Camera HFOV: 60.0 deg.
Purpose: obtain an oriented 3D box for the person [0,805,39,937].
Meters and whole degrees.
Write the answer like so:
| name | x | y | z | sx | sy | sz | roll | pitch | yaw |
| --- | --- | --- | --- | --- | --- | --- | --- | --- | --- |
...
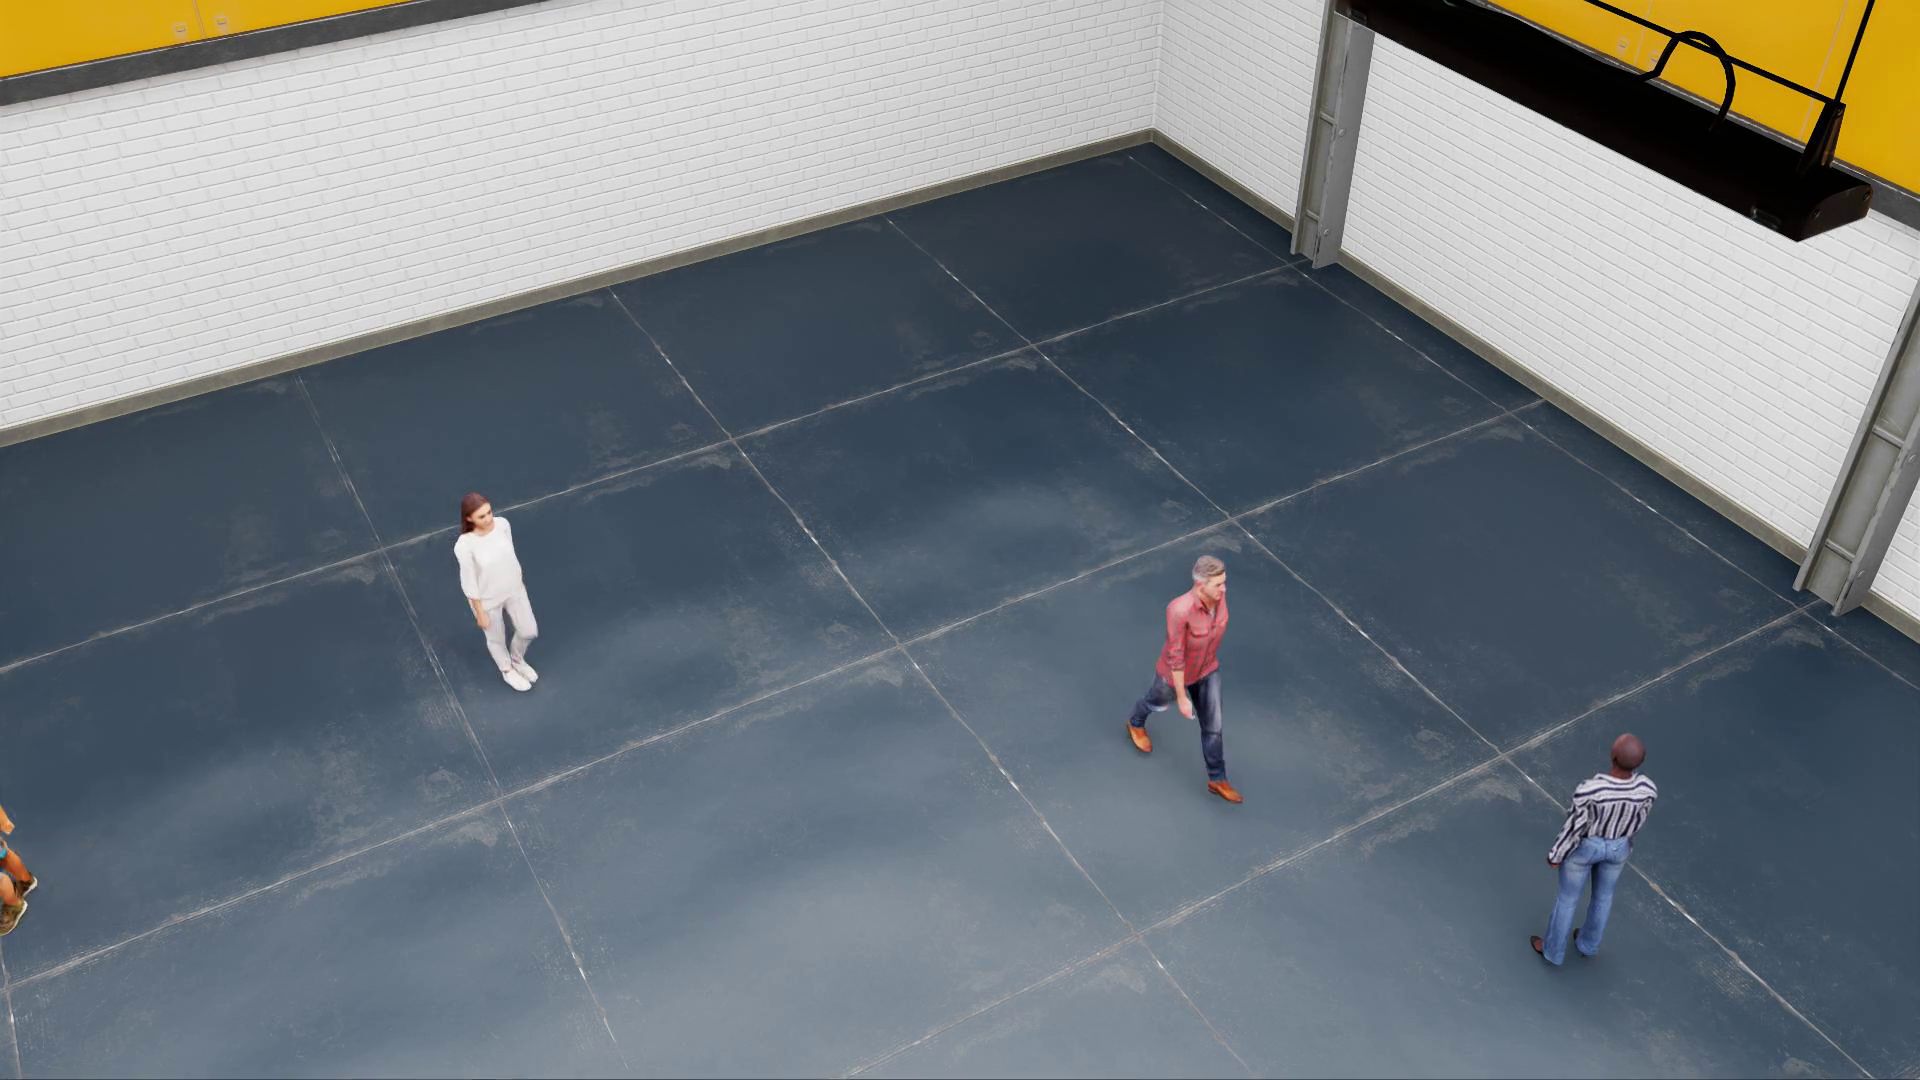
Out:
| name | x | y | z | sx | sy | sz | roll | pitch | yaw |
| --- | --- | --- | --- | --- | --- | --- | --- | --- | --- |
| person | -5.775 | 1.627 | 9.838 | 0.716 | 1.451 | 0.770 | 13 | 40 | 16 |

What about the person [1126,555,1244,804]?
| name | x | y | z | sx | sy | sz | roll | pitch | yaw |
| --- | --- | --- | --- | --- | --- | --- | --- | --- | --- |
| person | 1.376 | 0.795 | 10.622 | 0.754 | 1.772 | 1.268 | -22 | 44 | -26 |

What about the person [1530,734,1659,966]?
| name | x | y | z | sx | sy | sz | roll | pitch | yaw |
| --- | --- | --- | --- | --- | --- | --- | --- | --- | --- |
| person | 3.588 | 1.765 | 9.389 | 0.699 | 1.795 | 0.675 | -4 | 39 | -5 |

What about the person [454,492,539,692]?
| name | x | y | z | sx | sy | sz | roll | pitch | yaw |
| --- | --- | --- | --- | --- | --- | --- | --- | --- | --- |
| person | -3.194 | 0.329 | 11.277 | 0.709 | 1.683 | 0.712 | 26 | 46 | 29 |
